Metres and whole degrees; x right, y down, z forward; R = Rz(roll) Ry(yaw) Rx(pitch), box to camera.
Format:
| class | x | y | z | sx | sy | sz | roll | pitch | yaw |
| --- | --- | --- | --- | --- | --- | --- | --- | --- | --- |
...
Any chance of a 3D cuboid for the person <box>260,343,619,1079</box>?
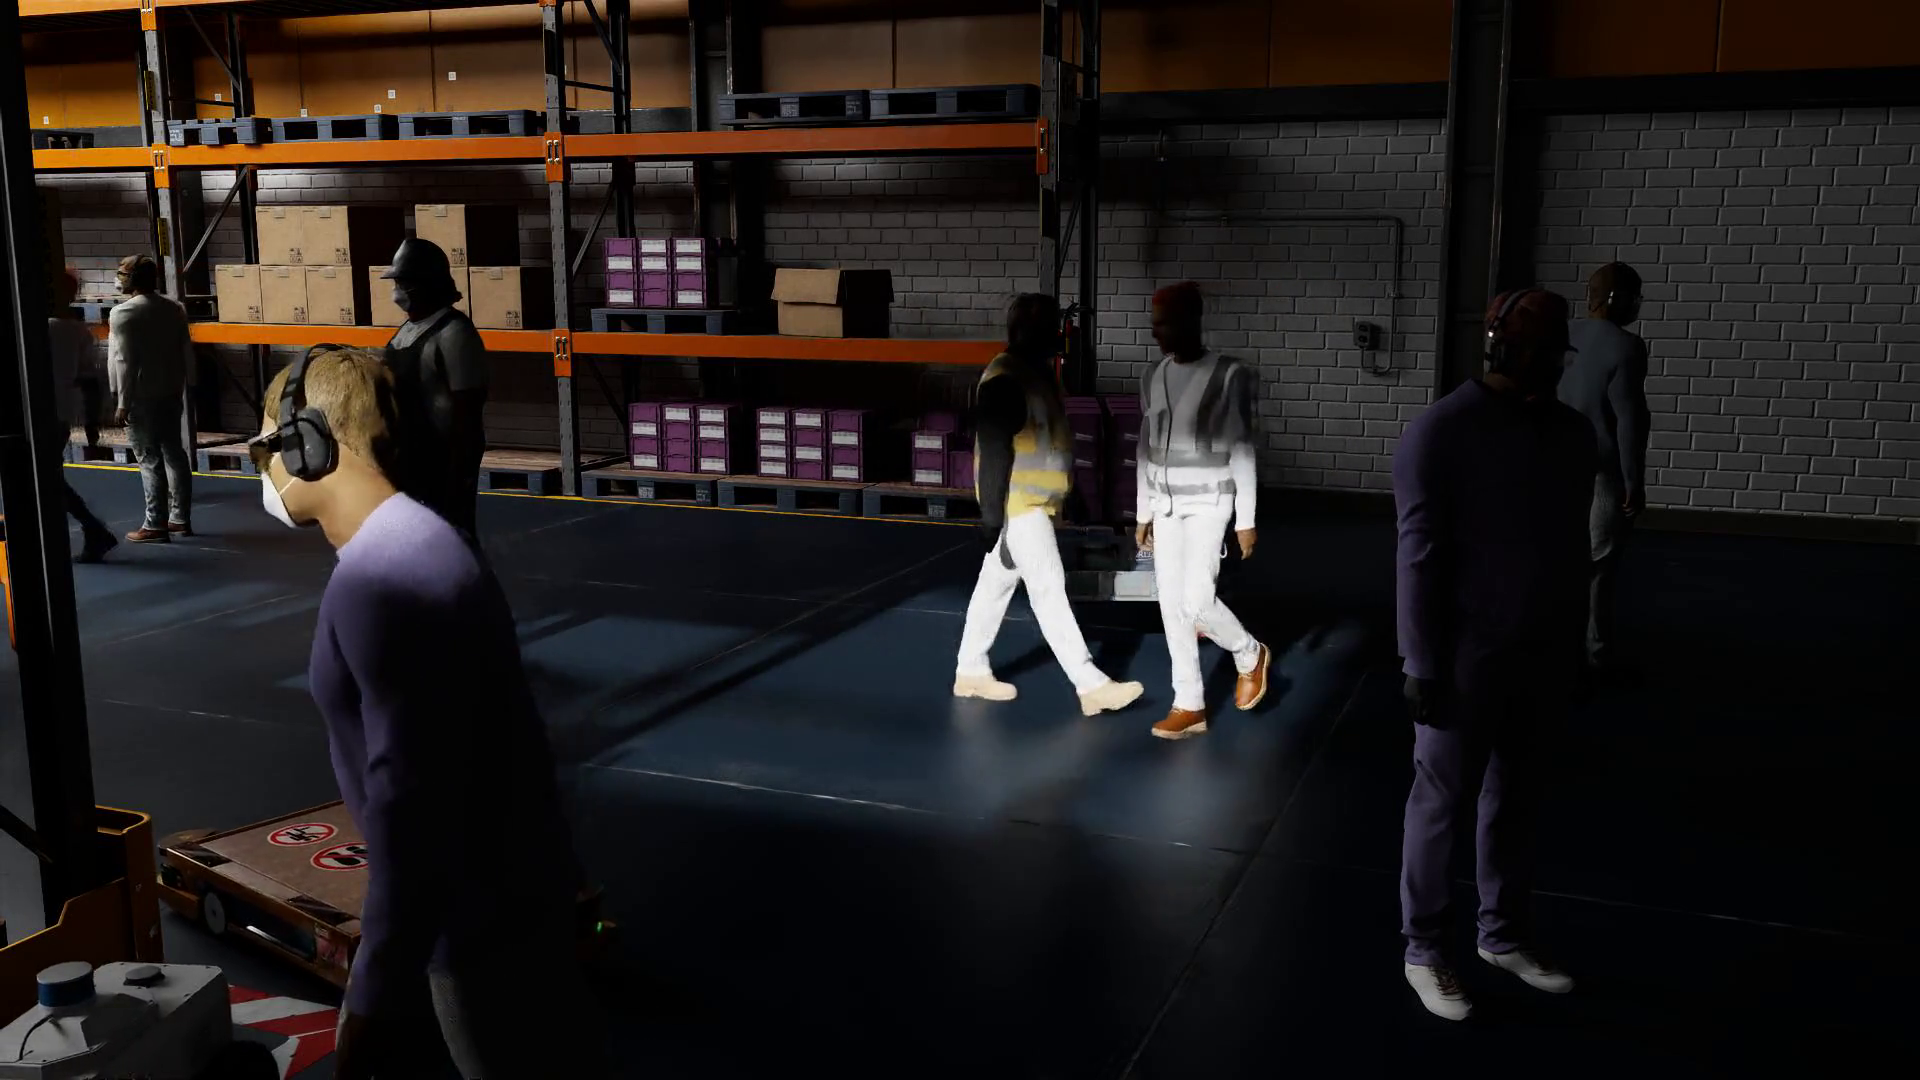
| class | x | y | z | sx | sy | sz | roll | pitch | yaw |
| --- | --- | --- | --- | --- | --- | --- | --- | --- | --- |
| person | -0.806 | 0.627 | 2.698 | 0.885 | 1.869 | 0.688 | -4 | 11 | -19 |

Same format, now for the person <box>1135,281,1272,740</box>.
| class | x | y | z | sx | sy | sz | roll | pitch | yaw |
| --- | --- | --- | --- | --- | --- | --- | --- | --- | --- |
| person | 0.982 | -0.125 | 6.840 | 0.533 | 1.859 | 0.615 | -9 | 13 | -40 |

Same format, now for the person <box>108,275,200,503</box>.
| class | x | y | z | sx | sy | sz | roll | pitch | yaw |
| --- | --- | --- | --- | --- | --- | --- | --- | --- | --- |
| person | -6.352 | -1.233 | 13.014 | 0.757 | 1.858 | 0.620 | 10 | 14 | 43 |

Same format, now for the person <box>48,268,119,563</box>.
| class | x | y | z | sx | sy | sz | roll | pitch | yaw |
| --- | --- | --- | --- | --- | --- | --- | --- | --- | --- |
| person | -5.744 | -0.788 | 10.528 | 0.904 | 1.866 | 0.549 | 4 | 11 | 20 |

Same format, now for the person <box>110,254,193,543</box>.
| class | x | y | z | sx | sy | sz | roll | pitch | yaw |
| --- | --- | --- | --- | --- | --- | --- | --- | --- | --- |
| person | -5.457 | -0.946 | 11.215 | 0.366 | 1.940 | 0.635 | 2 | 10 | 11 |

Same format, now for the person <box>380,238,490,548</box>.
| class | x | y | z | sx | sy | sz | roll | pitch | yaw |
| --- | --- | --- | --- | --- | --- | --- | --- | --- | --- |
| person | -2.556 | -0.410 | 7.942 | 0.536 | 2.000 | 0.672 | -9 | 13 | -40 |

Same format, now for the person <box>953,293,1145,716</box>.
| class | x | y | z | sx | sy | sz | roll | pitch | yaw |
| --- | --- | --- | --- | --- | --- | --- | --- | --- | --- |
| person | 0.375 | -0.151 | 7.160 | 0.936 | 1.792 | 0.646 | 3 | 11 | 16 |

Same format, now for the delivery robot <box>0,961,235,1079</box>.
| class | x | y | z | sx | sy | sz | roll | pitch | yaw |
| --- | --- | --- | --- | --- | --- | --- | --- | --- | --- |
| delivery robot | -1.802 | 1.104 | 3.386 | 0.477 | 0.478 | 0.707 | 1 | 10 | 5 |

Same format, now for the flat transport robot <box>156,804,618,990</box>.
| class | x | y | z | sx | sy | sz | roll | pitch | yaw |
| --- | --- | --- | --- | --- | --- | --- | --- | --- | --- |
| flat transport robot | -1.716 | 1.028 | 4.858 | 1.431 | 0.197 | 0.652 | 8 | 13 | 39 |

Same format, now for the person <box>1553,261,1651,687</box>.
| class | x | y | z | sx | sy | sz | roll | pitch | yaw |
| --- | --- | --- | --- | --- | --- | --- | --- | --- | --- |
| person | 2.917 | -0.300 | 7.634 | 0.371 | 1.933 | 0.627 | -3 | 11 | -17 |

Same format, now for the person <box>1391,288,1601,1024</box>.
| class | x | y | z | sx | sy | sz | roll | pitch | yaw |
| --- | --- | --- | --- | --- | --- | --- | --- | --- | --- |
| person | 1.435 | 0.298 | 4.386 | 0.641 | 1.905 | 0.410 | -5 | 11 | -26 |
